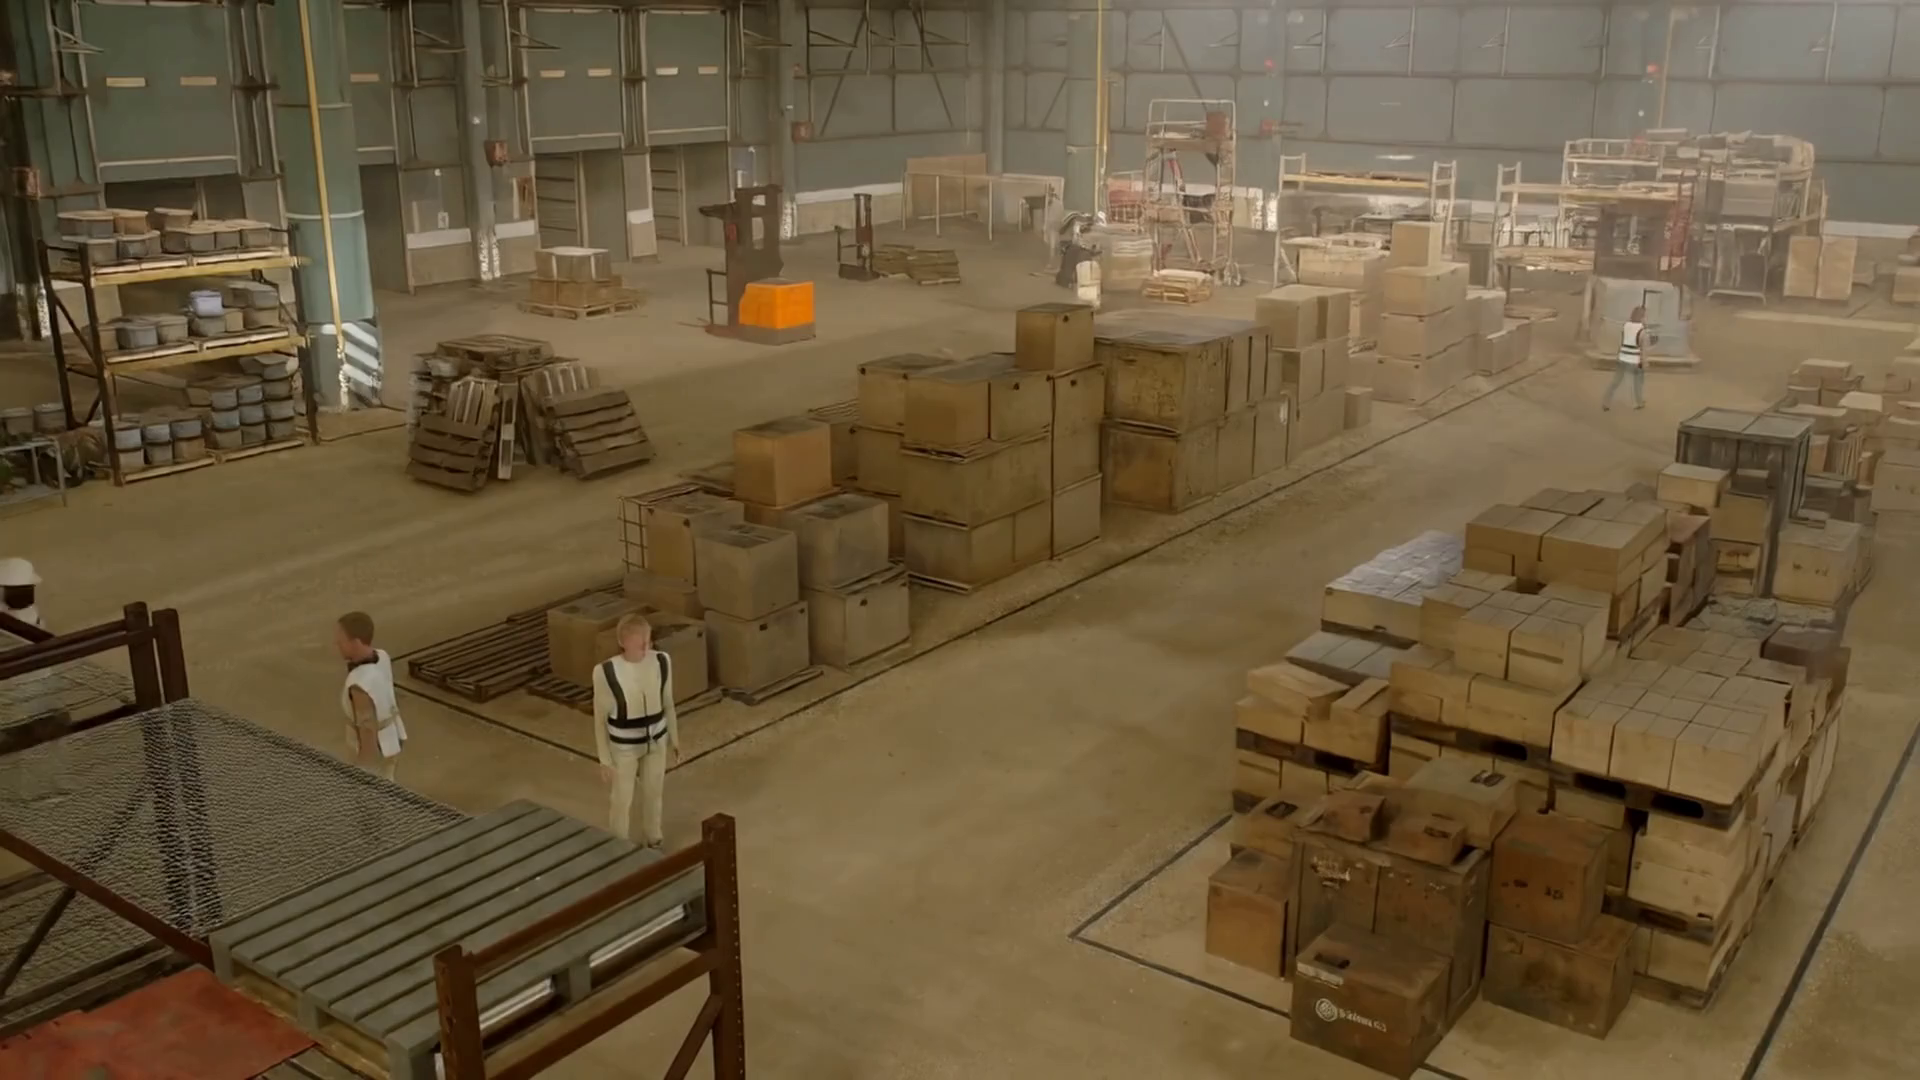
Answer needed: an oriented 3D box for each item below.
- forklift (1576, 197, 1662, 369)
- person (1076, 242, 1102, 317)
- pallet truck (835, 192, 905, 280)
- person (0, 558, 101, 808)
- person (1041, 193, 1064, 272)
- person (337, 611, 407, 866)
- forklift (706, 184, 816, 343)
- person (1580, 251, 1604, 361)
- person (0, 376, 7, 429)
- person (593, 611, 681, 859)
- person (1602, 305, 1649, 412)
[{"bbox_3d":[11.394,-4.480,28.610,1.129,2.768,1.873,4,17,12],"label":"forklift"},{"bbox_3d":[2.330,-4.362,29.824,0.545,1.938,0.362,16,23,42],"label":"person"},{"bbox_3d":[-1.936,-7.159,38.982,1.885,1.965,0.823,-12,21,-34],"label":"pallet truck"},{"bbox_3d":[-6.609,1.045,11.963,0.701,1.902,0.610,-1,17,-3],"label":"person"},{"bbox_3d":[2.355,-7.425,40.071,0.633,1.885,0.992,13,21,37],"label":"person"},{"bbox_3d":[-3.823,1.377,10.854,0.391,1.920,0.593,-3,17,-9],"label":"person"},{"bbox_3d":[-3.717,-5.181,30.929,1.873,2.768,1.129,12,21,35],"label":"forklift"},{"bbox_3d":[11.006,-4.000,28.649,0.642,1.922,0.463,-4,17,-13],"label":"person"},{"bbox_3d":[-13.845,-2.330,23.525,0.543,1.679,0.480,2,17,7],"label":"person"},{"bbox_3d":[-2.113,1.369,10.940,0.575,1.881,0.356,-13,21,-36],"label":"person"},{"bbox_3d":[9.998,-2.702,24.885,0.763,1.610,0.522,-9,19,-28],"label":"person"}]
